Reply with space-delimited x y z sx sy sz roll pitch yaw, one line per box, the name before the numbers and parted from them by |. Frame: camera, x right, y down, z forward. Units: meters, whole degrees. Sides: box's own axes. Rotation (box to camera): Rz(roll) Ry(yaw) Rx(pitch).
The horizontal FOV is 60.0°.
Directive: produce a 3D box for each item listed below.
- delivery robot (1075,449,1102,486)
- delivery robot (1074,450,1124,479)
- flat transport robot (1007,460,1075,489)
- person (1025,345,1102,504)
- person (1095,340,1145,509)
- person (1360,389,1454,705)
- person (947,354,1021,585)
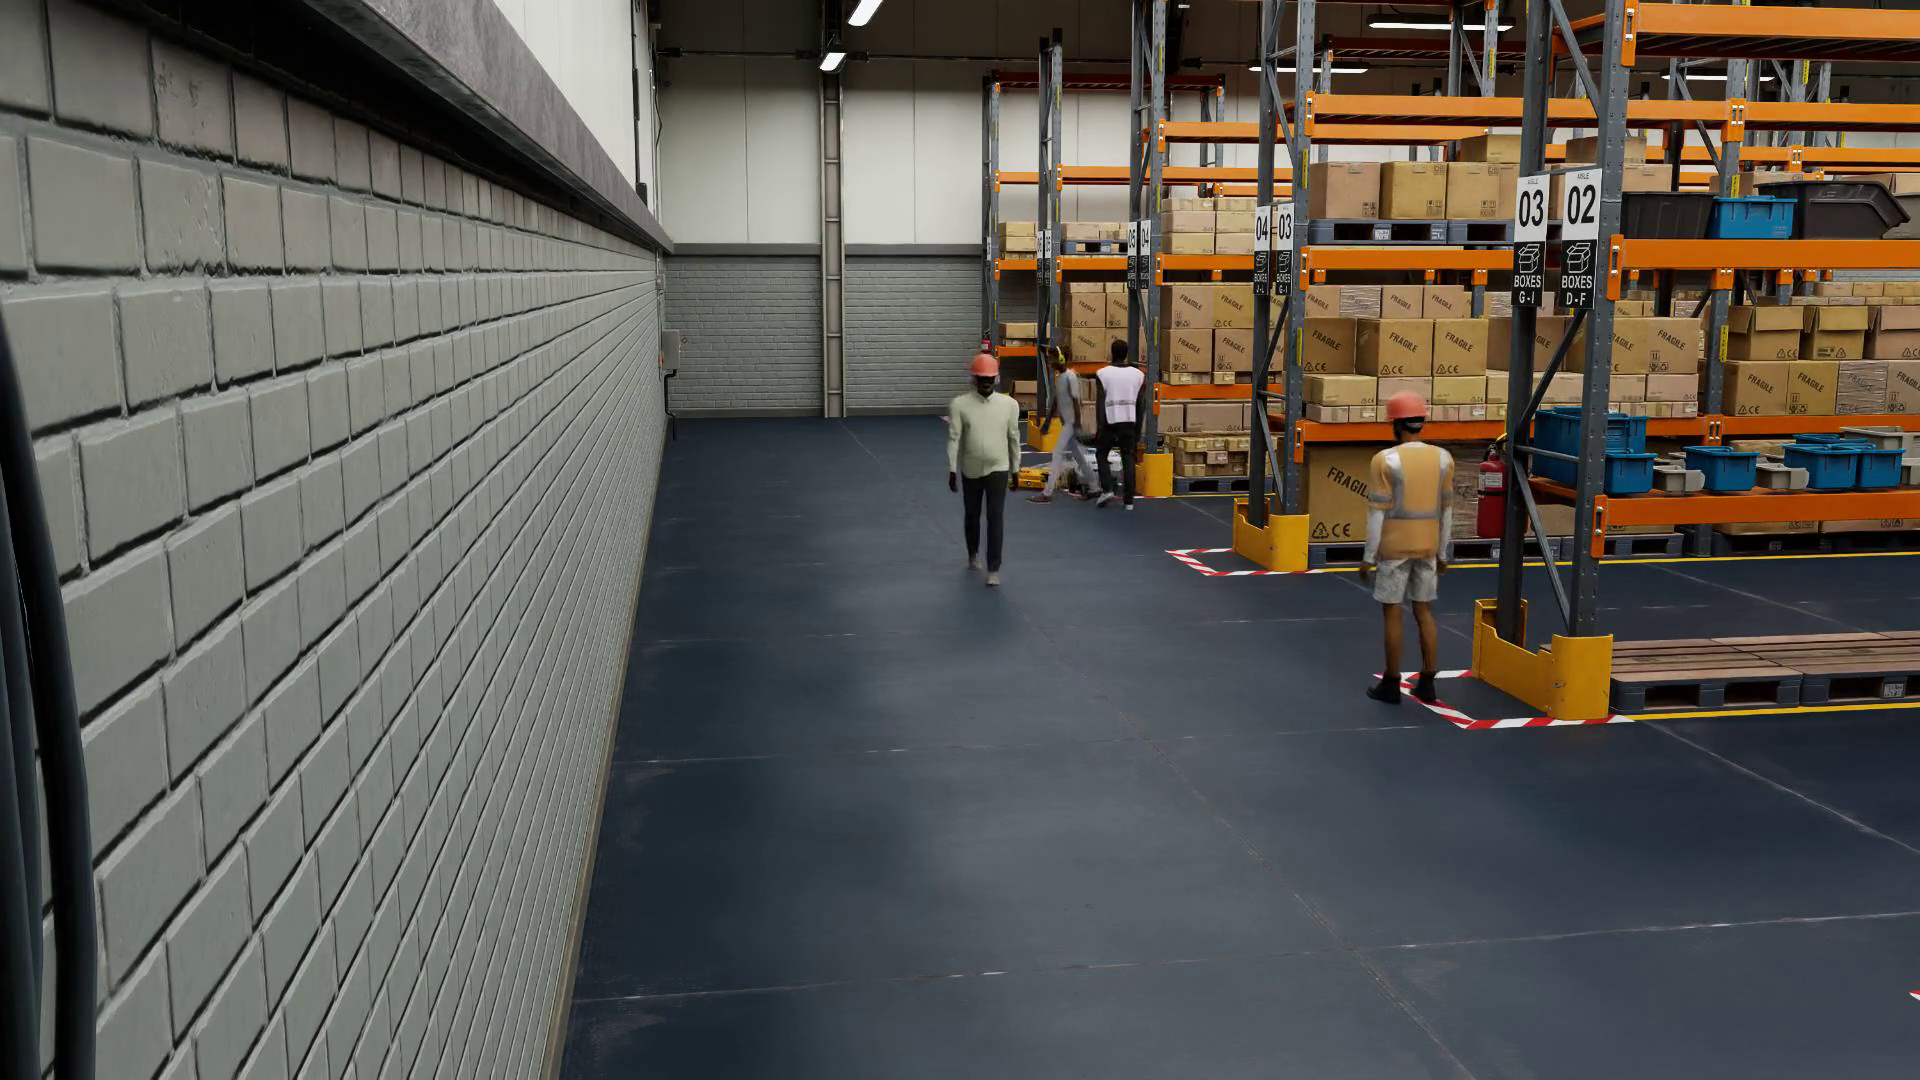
delivery robot | 1.552 -0.832 19.558 0.477 0.478 0.707 0 9 -2
delivery robot | 1.743 -0.926 20.142 0.707 0.478 0.477 6 11 34
flat transport robot | 1.232 -0.821 20.657 0.652 0.197 1.431 6 11 34
person | 1.225 -1.316 18.976 0.929 1.816 0.534 -1 9 -5
person | 1.796 -1.284 18.587 0.606 1.877 0.553 -3 10 -16
person | 2.731 0.044 10.202 0.549 1.935 0.376 -3 10 -16
person | 0.204 -0.639 14.350 0.631 1.955 0.968 0 9 0
